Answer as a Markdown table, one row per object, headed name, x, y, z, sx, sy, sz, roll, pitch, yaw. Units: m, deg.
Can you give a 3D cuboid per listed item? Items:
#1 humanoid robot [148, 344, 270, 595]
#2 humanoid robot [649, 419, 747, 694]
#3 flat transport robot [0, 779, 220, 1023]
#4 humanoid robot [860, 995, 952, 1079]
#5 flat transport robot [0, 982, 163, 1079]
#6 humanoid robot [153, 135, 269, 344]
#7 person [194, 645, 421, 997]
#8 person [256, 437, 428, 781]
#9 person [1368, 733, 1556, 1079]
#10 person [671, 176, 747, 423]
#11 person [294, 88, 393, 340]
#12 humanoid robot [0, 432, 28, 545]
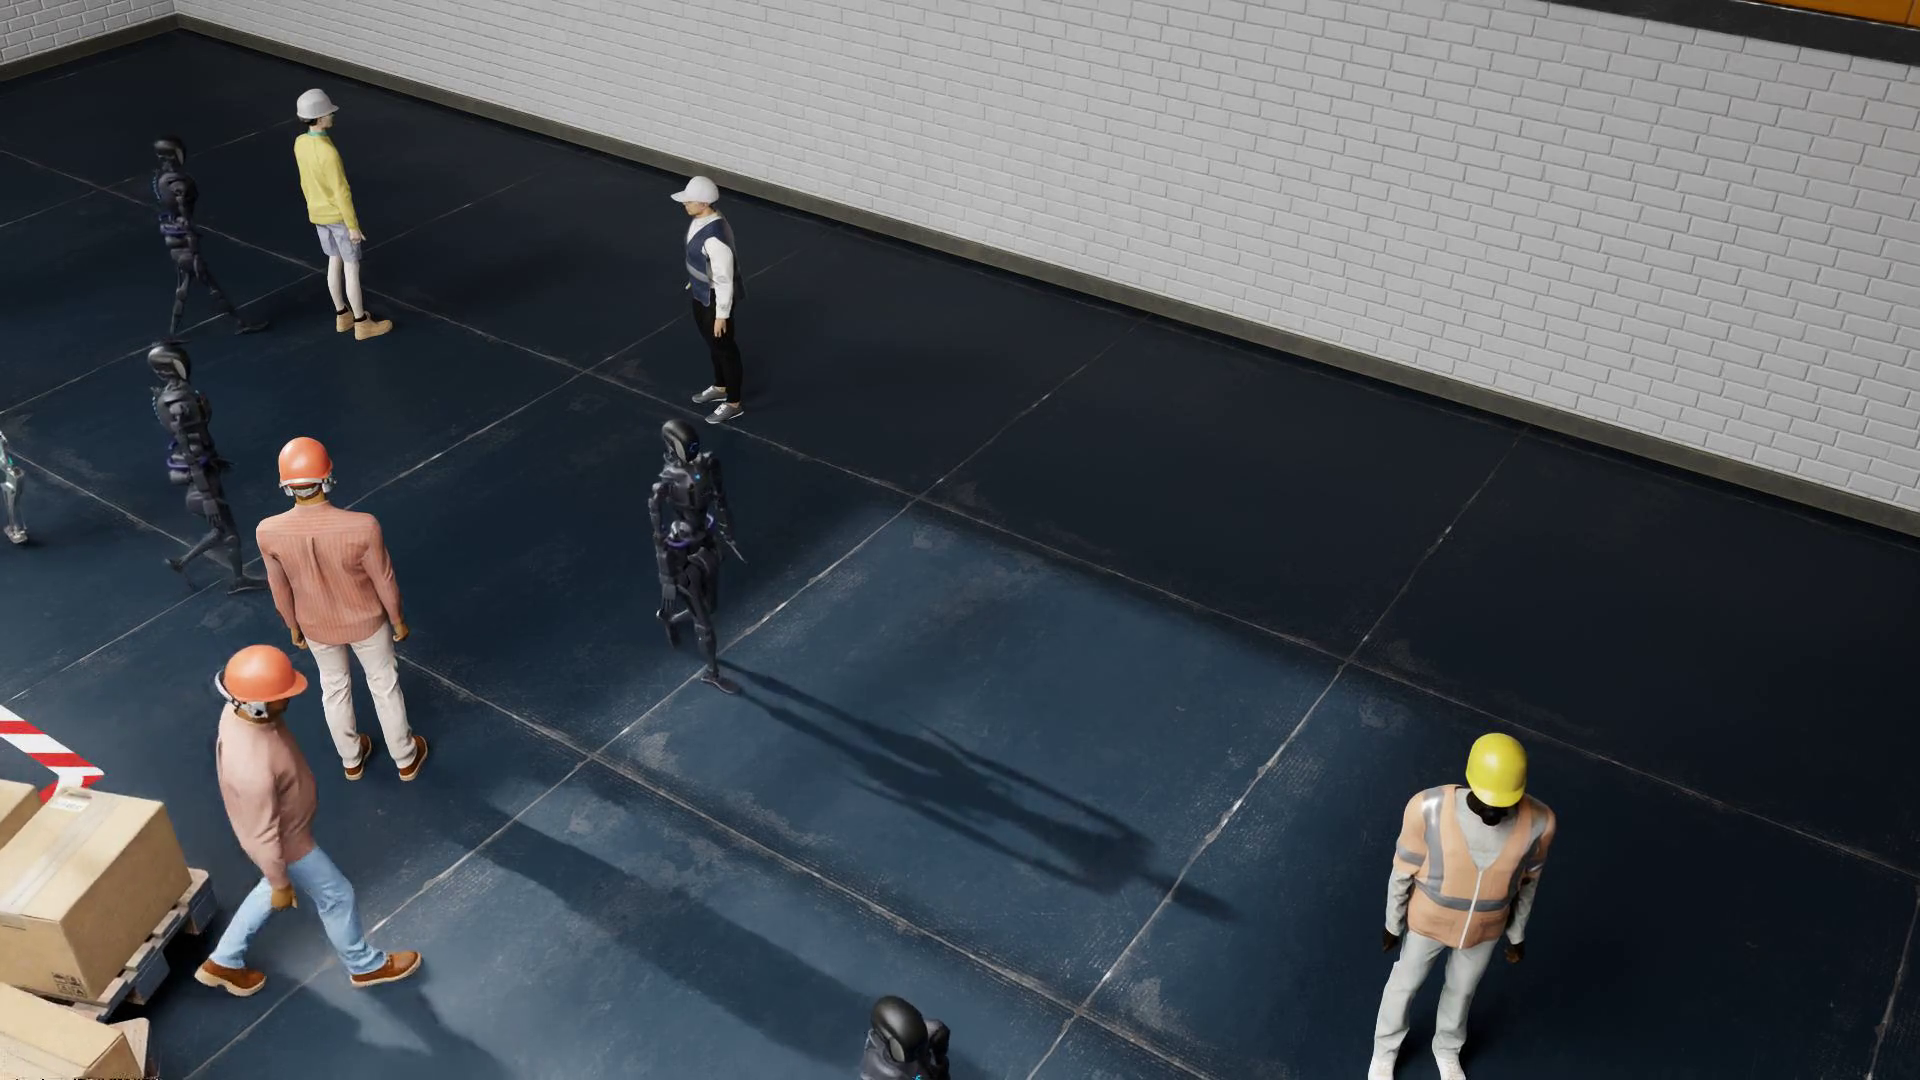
| name | x | y | z | sx | sy | sz | roll | pitch | yaw |
| --- | --- | --- | --- | --- | --- | --- | --- | --- | --- |
| humanoid robot | -4.440 | -0.372 | 9.568 | 0.528 | 1.634 | 0.595 | -11 | 36 | -15 |
| humanoid robot | -1.486 | 0.052 | 8.989 | 0.693 | 1.646 | 0.589 | 21 | 40 | 27 |
| flat transport robot | -4.091 | 1.971 | 7.447 | 0.659 | 0.231 | 1.431 | 7 | 36 | 11 |
| humanoid robot | -0.200 | 2.188 | 5.925 | 0.630 | 1.636 | 0.584 | 25 | 42 | 31 |
| flat transport robot | -3.708 | 2.661 | 6.461 | 1.431 | 0.231 | 0.659 | -10 | 36 | -14 |
| humanoid robot | -5.676 | -2.211 | 12.242 | 0.768 | 1.625 | 0.615 | -19 | 39 | -25 |
| person | -2.940 | 1.245 | 7.020 | 0.852 | 1.956 | 0.651 | -15 | 38 | -21 |
| person | -3.045 | 0.377 | 8.232 | 0.610 | 1.986 | 0.401 | -1 | 35 | -1 |
| person | 1.991 | 1.516 | 6.651 | 0.585 | 1.928 | 0.366 | 2 | 35 | 3 |
| person | -1.678 | -1.648 | 11.318 | 0.427 | 1.758 | 0.749 | -14 | 37 | -19 |
| person | -4.608 | -2.388 | 12.265 | 0.485 | 1.889 | 0.398 | 24 | 42 | 31 |
| humanoid robot | -5.995 | -0.673 | 9.981 | 0.904 | 1.771 | 0.565 | 18 | 39 | 24 |
